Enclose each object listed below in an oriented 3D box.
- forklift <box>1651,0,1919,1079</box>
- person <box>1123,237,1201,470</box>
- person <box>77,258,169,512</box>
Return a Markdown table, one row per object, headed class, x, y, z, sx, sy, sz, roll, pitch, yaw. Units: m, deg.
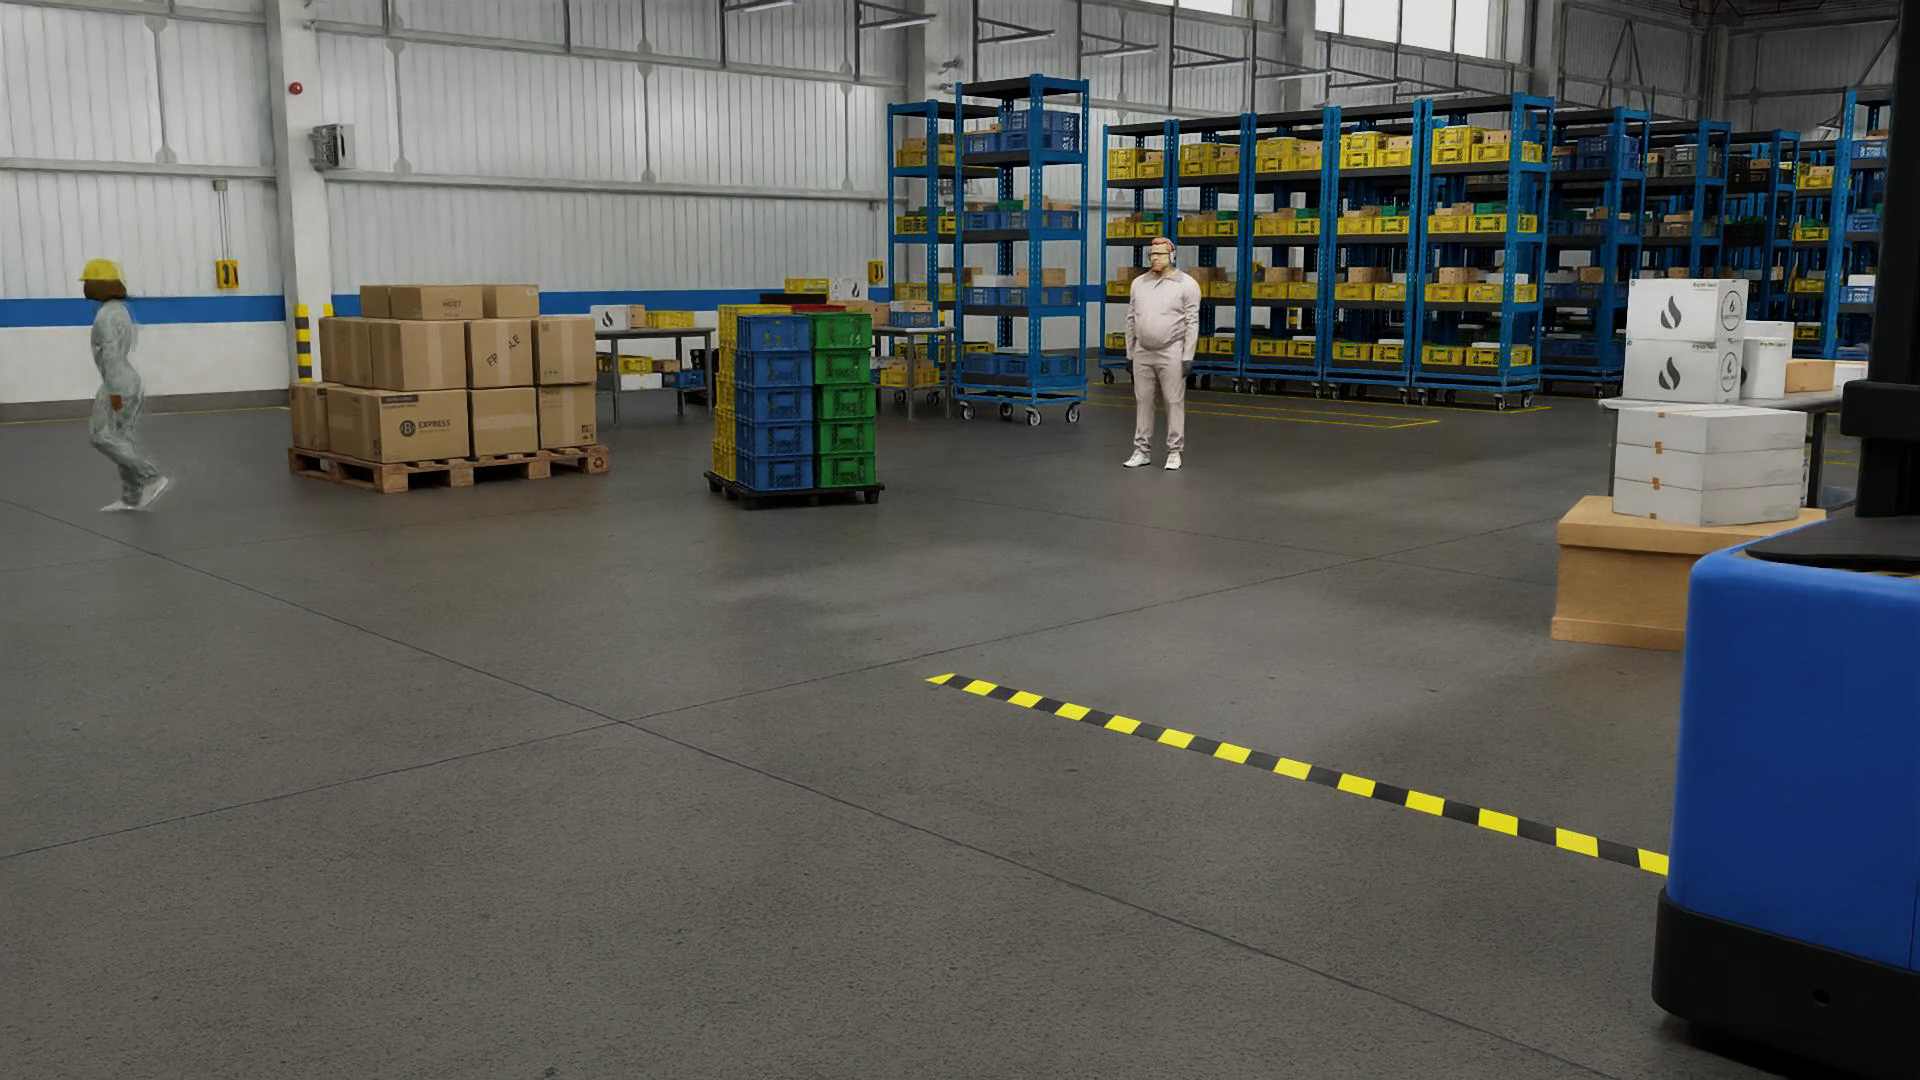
| class | x | y | z | sx | sy | sz | roll | pitch | yaw |
| --- | --- | --- | --- | --- | --- | --- | --- | --- | --- |
| forklift | 2.521 | -0.349 | 3.712 | 1.873 | 2.768 | 1.129 | -9 | 13 | -44 |
| person | 1.647 | -1.534 | 13.757 | 0.643 | 1.909 | 0.410 | 5 | 11 | 30 |
| person | -5.708 | -1.035 | 11.277 | 0.410 | 1.728 | 0.487 | -2 | 10 | -14 |
